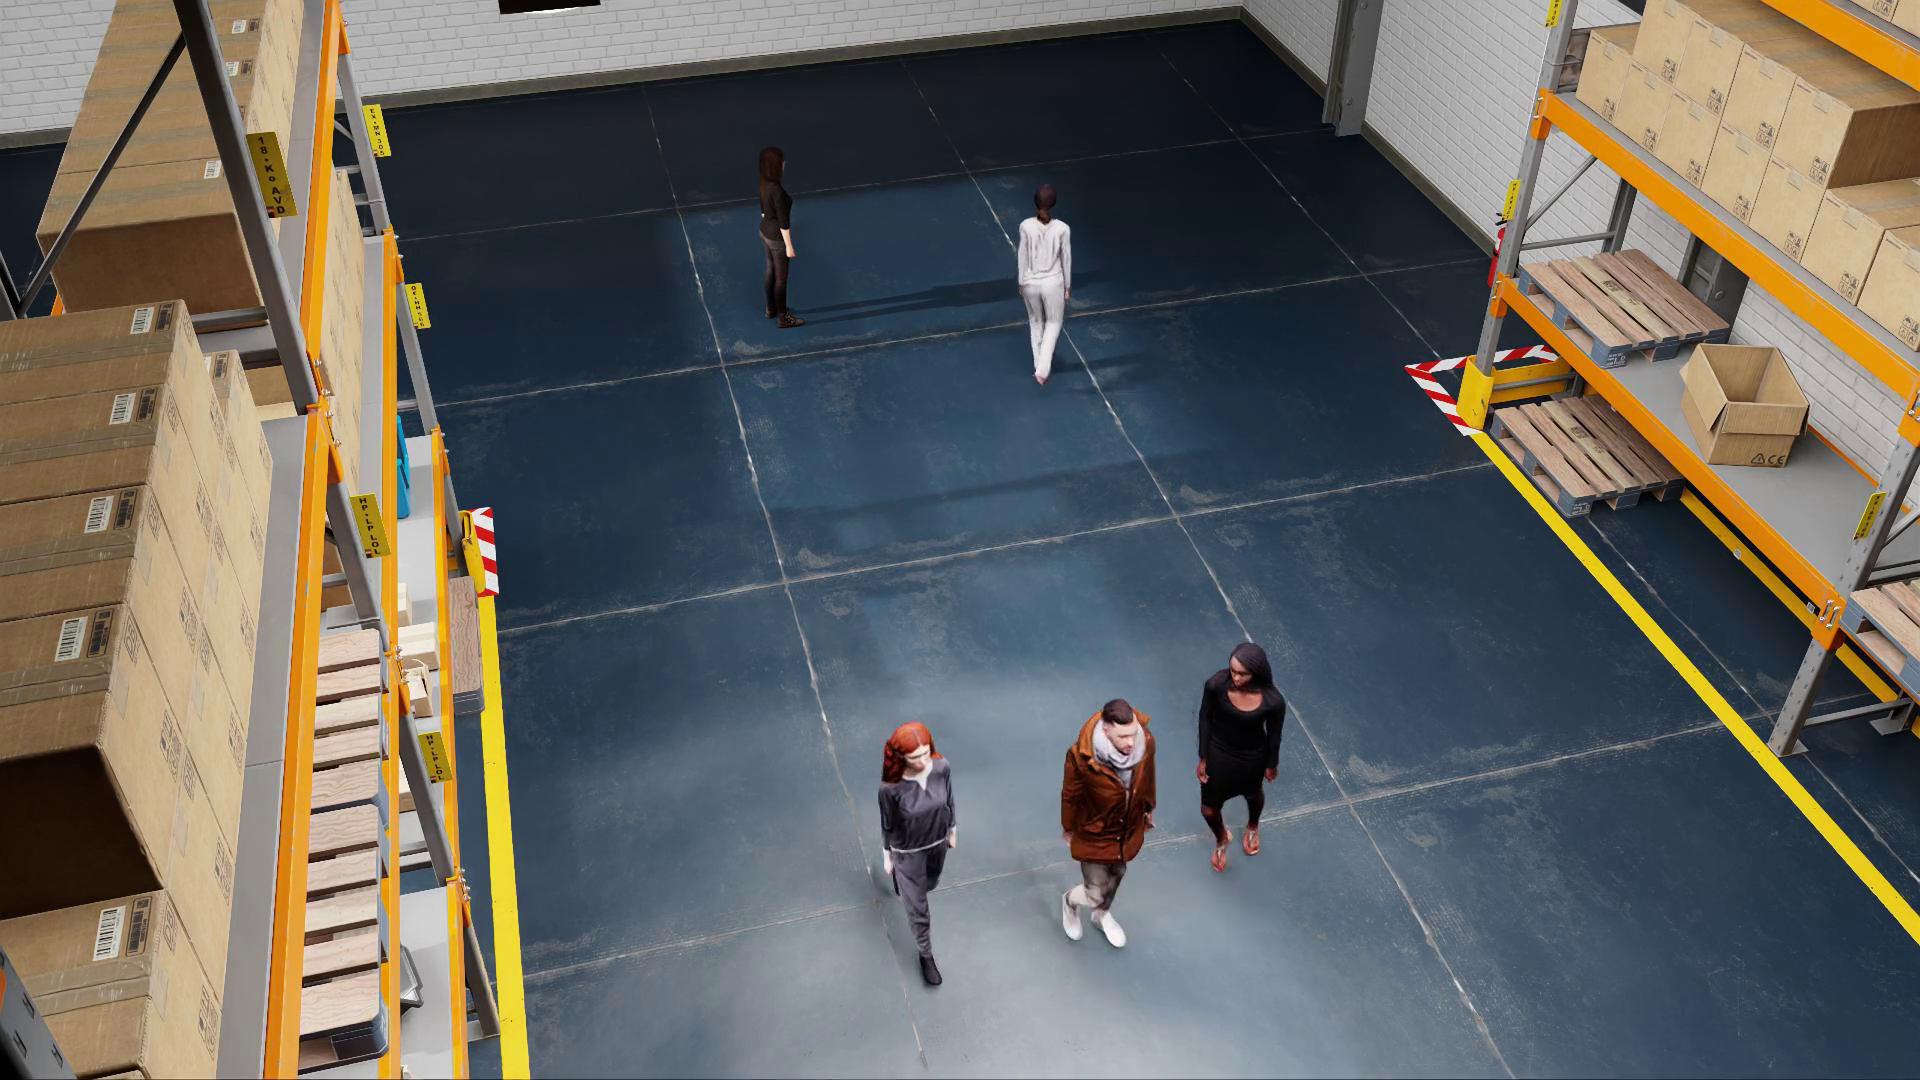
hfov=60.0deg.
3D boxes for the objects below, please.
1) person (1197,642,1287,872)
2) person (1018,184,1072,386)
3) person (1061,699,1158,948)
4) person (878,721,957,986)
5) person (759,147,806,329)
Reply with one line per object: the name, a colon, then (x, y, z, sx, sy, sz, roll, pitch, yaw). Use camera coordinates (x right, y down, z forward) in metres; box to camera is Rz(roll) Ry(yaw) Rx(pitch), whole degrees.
person: (1.569, 1.196, 9.531, 0.844, 1.691, 0.915, 8, 39, 9)
person: (0.656, -2.028, 13.513, 0.836, 1.758, 0.981, 8, 39, 10)
person: (0.757, 1.493, 9.050, 0.777, 1.826, 0.762, -20, 43, -23)
person: (-0.263, 1.598, 8.975, 0.740, 1.756, 1.038, -18, 42, -22)
person: (-1.595, -2.613, 14.340, 0.695, 1.641, 0.524, -20, 43, -23)
